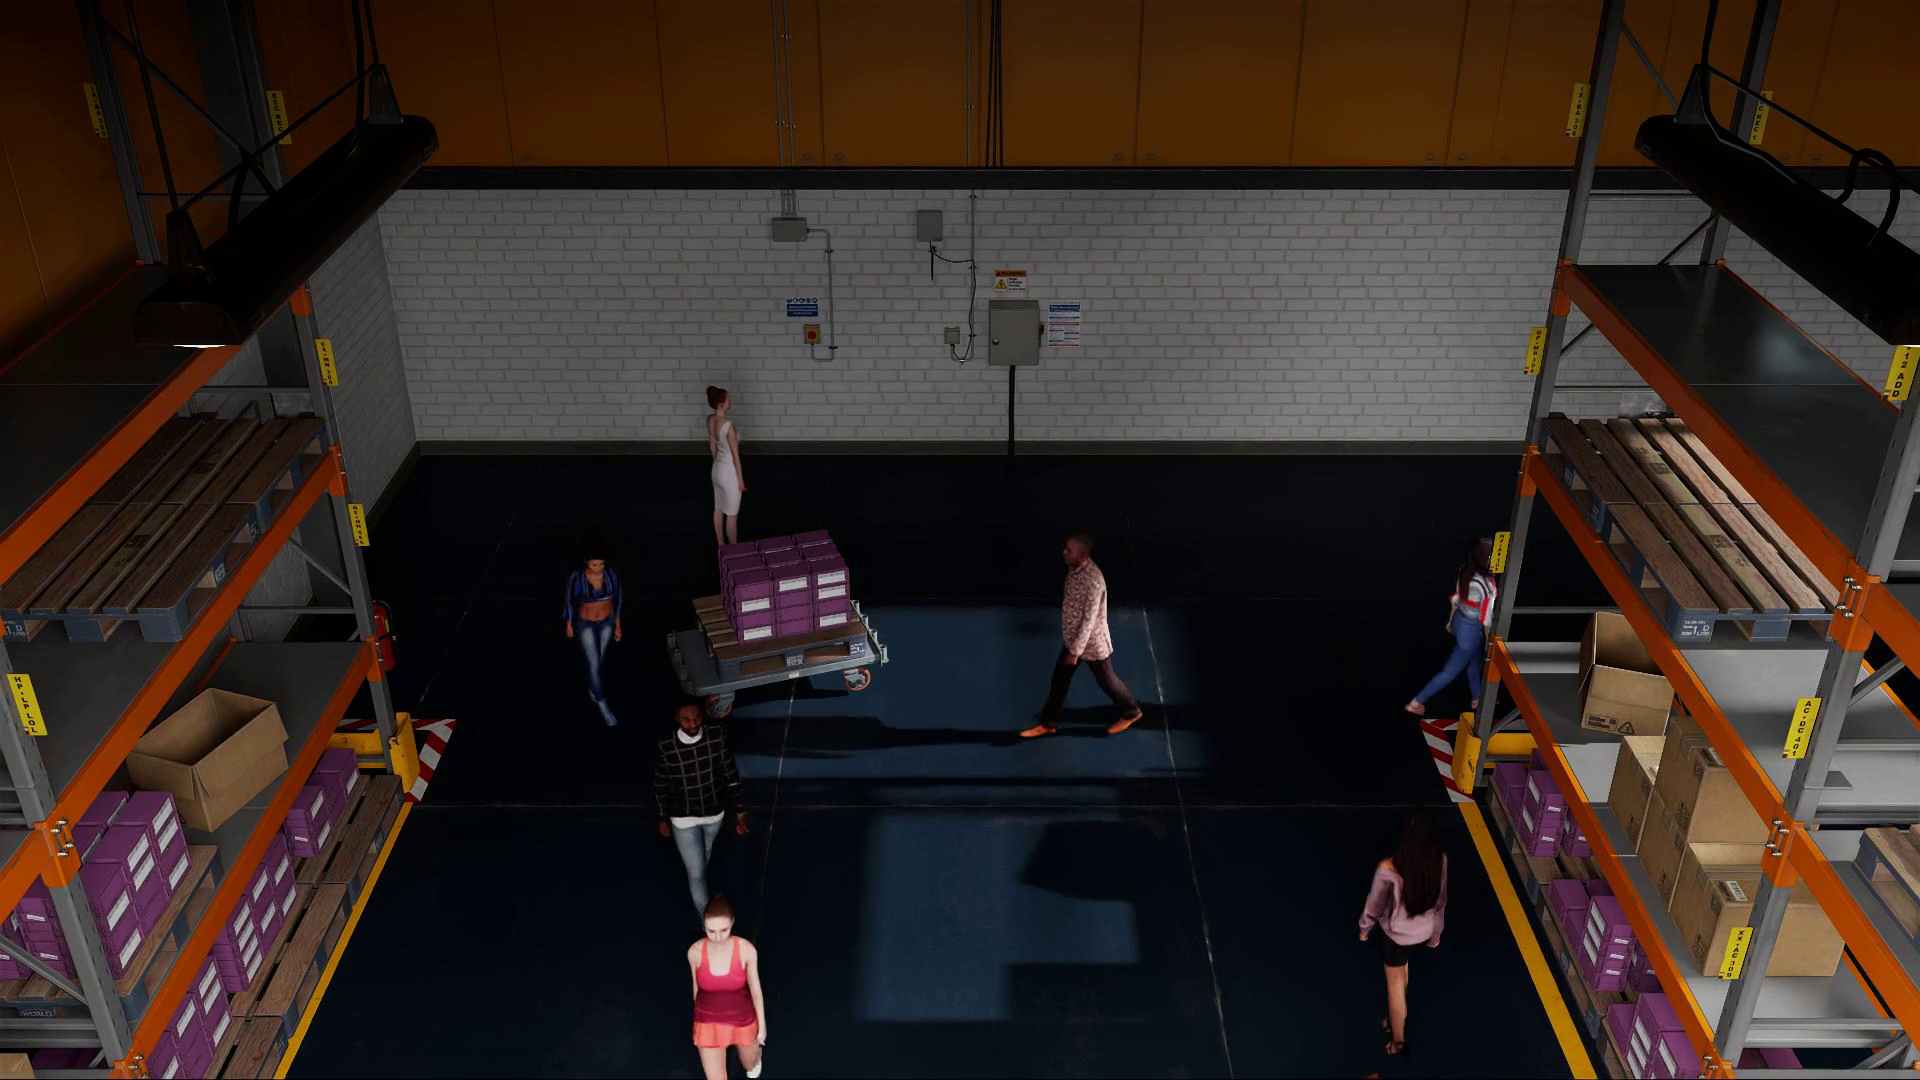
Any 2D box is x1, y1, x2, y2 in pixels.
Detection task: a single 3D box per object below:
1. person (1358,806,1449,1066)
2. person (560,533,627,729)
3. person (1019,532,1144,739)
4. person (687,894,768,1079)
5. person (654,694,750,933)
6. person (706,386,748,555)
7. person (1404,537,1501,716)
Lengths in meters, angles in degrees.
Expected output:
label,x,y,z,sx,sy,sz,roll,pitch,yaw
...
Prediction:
label,x,y,z,sx,sy,sz,roll,pitch,yaw
person,2.625,2.357,9.647,0.721,1.796,0.737,-8,30,-14
person,-2.878,0.627,13.035,0.908,1.589,1.070,-12,31,-22
person,1.050,0.746,12.628,1.056,1.770,1.248,-11,30,-19
person,-1.278,2.623,9.240,0.613,1.719,1.103,-2,29,-4
person,-1.732,1.719,10.840,1.035,1.774,1.275,-13,31,-22
person,-2.128,-0.566,15.010,0.694,1.791,0.611,-21,35,-34
person,3.857,0.717,12.883,0.832,1.576,1.069,-7,29,-12
